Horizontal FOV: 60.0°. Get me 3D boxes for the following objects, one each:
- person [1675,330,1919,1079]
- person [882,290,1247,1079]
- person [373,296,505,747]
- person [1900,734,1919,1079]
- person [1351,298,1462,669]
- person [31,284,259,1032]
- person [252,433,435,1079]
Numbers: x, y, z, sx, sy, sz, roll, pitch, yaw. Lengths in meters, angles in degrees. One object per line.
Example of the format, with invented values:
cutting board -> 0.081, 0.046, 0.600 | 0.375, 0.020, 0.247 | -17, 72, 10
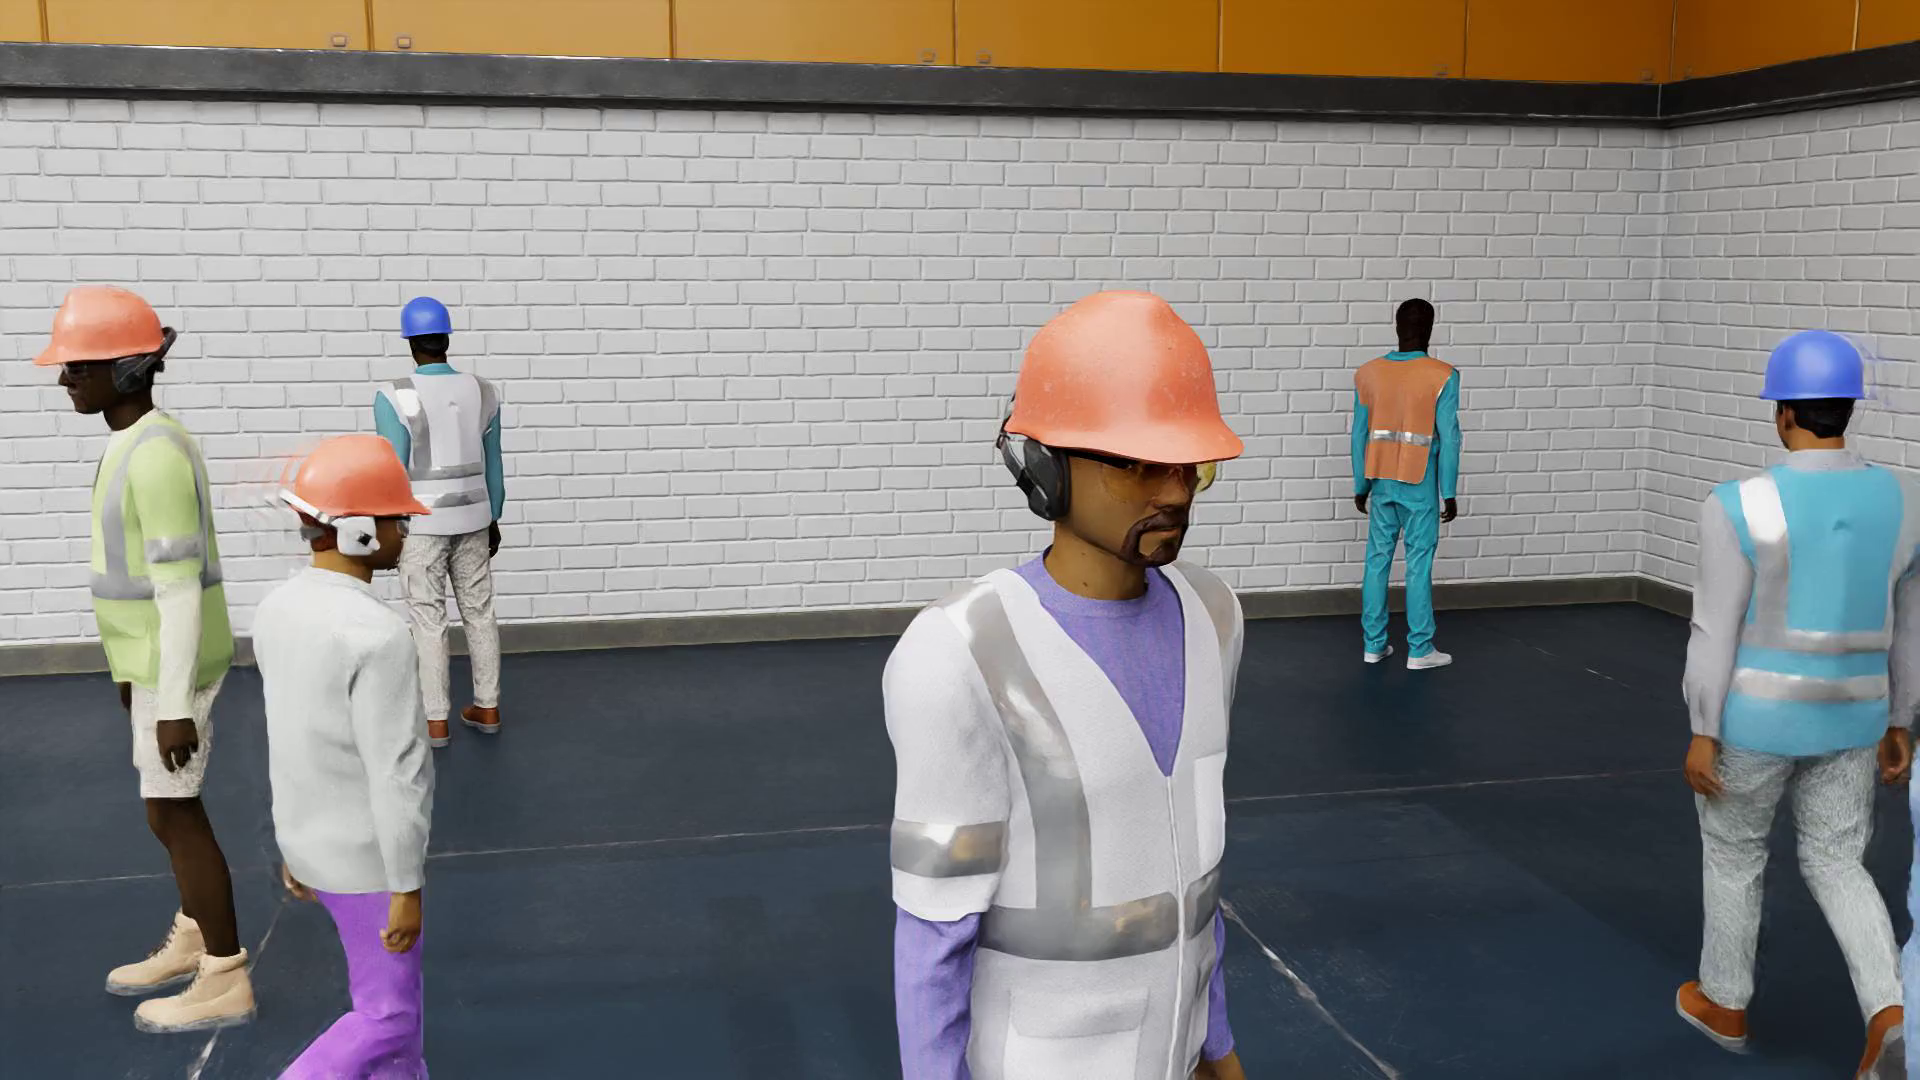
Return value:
person -> 2.124, 0.443, 4.139 | 0.624, 1.923, 0.816 | 0, 9, -2
person -> 0.188, 0.698, 2.214 | 0.615, 2.040, 0.391 | -9, 13, -43
person -> -2.264, -0.079, 7.248 | 0.395, 1.943, 0.617 | 8, 12, 39
person -> 1.657, 0.805, 2.408 | 0.632, 1.772, 0.962 | 0, 9, -2
person -> 2.299, -0.289, 8.624 | 0.590, 1.914, 0.399 | 9, 13, 44
person -> -2.200, 0.326, 4.511 | 0.416, 2.034, 0.651 | -5, 11, -29
person -> -1.332, 0.641, 3.521 | 0.700, 1.731, 0.570 | -9, 13, -44
